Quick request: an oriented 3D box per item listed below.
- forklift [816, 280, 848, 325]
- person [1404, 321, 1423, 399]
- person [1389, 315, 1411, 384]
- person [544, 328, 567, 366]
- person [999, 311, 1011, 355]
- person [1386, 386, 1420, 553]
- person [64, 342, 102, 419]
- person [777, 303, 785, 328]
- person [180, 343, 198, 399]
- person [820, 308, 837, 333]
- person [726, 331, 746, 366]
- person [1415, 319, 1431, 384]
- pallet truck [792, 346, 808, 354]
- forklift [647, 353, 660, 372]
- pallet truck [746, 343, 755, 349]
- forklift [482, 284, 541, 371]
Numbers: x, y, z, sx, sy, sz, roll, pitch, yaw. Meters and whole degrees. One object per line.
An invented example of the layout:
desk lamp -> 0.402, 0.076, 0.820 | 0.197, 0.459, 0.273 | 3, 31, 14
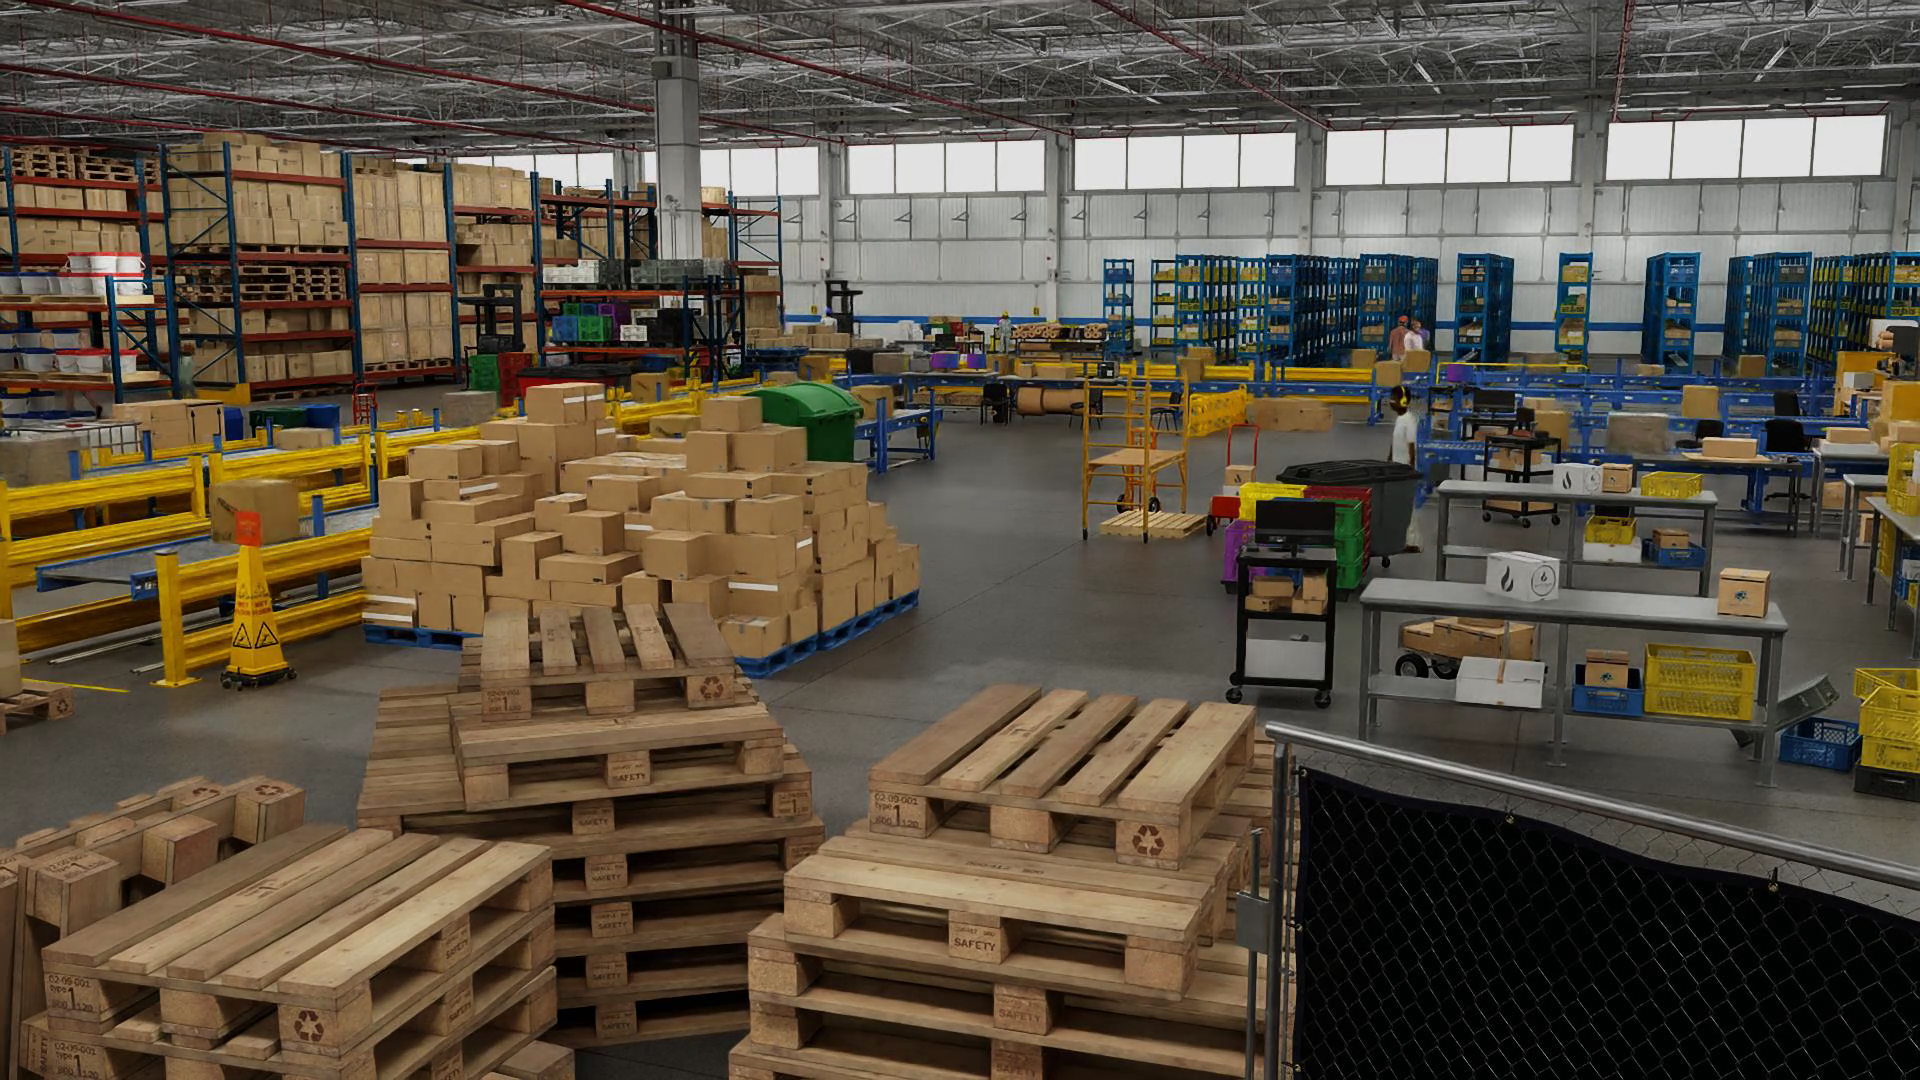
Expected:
forklift -> -4.929, -8.944, 66.252 | 1.129, 2.768, 1.873 | -8, 12, -41
person -> 11.165, -4.418, 40.897 | 0.407, 1.902, 0.639 | 8, 12, 40
person -> 11.593, -4.911, 43.756 | 0.620, 1.984, 0.425 | 7, 11, 38
person -> -9.551, -4.103, 39.224 | 0.595, 1.800, 0.886 | 3, 9, 16
person -> 1.651, -7.533, 60.983 | 0.480, 1.732, 0.350 | -3, 10, -20
person -> 4.716, -0.752, 18.070 | 0.709, 1.845, 0.528 | 1, 9, 6
person -> -18.571, -3.467, 35.006 | 0.869, 1.880, 0.638 | 4, 10, 22
person -> -7.190, -8.592, 67.049 | 0.631, 1.919, 0.566 | 1, 9, 8
person -> -16.503, -3.368, 35.290 | 0.748, 1.606, 0.504 | -6, 11, -33
person -> -4.425, -6.824, 55.950 | 0.605, 1.911, 0.867 | -1, 9, -9
person -> -5.378, -4.195, 40.137 | 0.547, 1.696, 0.317 | -6, 11, -34
person -> 12.757, -5.199, 46.094 | 0.573, 1.808, 0.891 | 5, 10, 28
pallet truck -> -3.705, -4.298, 42.022 | 0.653, 1.274, 1.630 | 3, 10, 20
forklift -> -7.977, -5.992, 47.711 | 1.873, 2.768, 1.129 | 3, 10, 20
pallet truck -> -6.183, -4.618, 44.264 | 1.601, 1.201, 0.680 | -9, 12, -43
forklift -> -10.832, -4.702, 39.610 | 1.129, 2.768, 1.873 | 3, 10, 20
